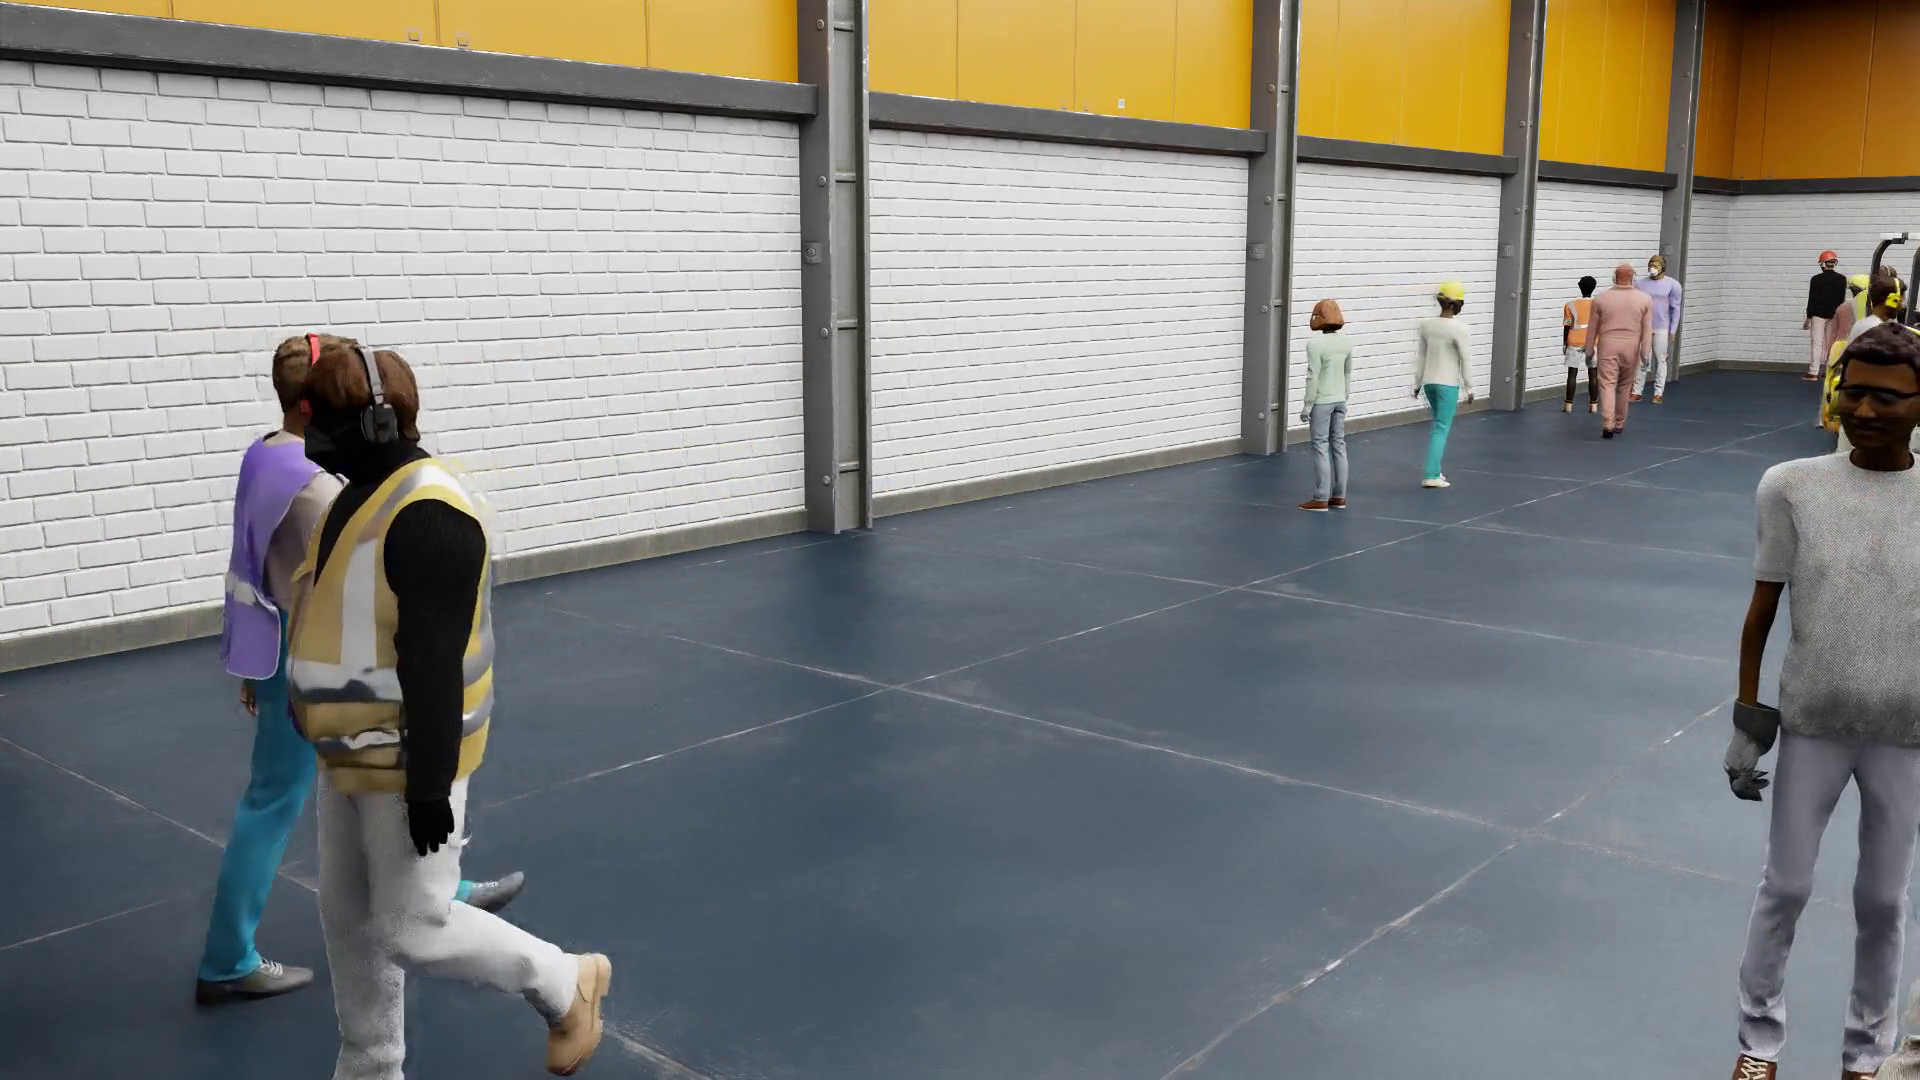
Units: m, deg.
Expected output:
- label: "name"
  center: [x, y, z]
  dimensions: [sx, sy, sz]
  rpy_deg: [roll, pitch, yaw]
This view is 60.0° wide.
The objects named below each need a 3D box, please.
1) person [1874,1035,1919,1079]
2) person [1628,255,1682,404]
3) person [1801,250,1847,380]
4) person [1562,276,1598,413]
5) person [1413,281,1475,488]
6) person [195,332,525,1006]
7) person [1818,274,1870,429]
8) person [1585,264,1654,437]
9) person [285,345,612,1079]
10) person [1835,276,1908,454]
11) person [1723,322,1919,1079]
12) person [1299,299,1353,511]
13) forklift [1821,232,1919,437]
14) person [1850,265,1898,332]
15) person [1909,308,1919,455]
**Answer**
- label: "person"
  center: [2.050, 0.703, 3.103]
  dimensions: [0.904, 1.581, 0.529]
  rpy_deg: [4, 11, 21]
- label: "person"
  center: [9.056, -2.744, 21.717]
  dimensions: [0.629, 1.940, 0.379]
  rpy_deg: [9, 14, 42]
- label: "person"
  center: [13.272, -3.443, 25.544]
  dimensions: [0.611, 1.994, 0.380]
  rpy_deg: [-2, 10, -12]
- label: "person"
  center: [7.684, -2.399, 20.472]
  dimensions: [0.532, 1.691, 0.321]
  rpy_deg: [3, 10, 15]
- label: "person"
  center: [4.131, -1.312, 14.082]
  dimensions: [0.512, 1.747, 0.557]
  rpy_deg: [-6, 11, -29]
- label: "person"
  center: [-1.675, 0.343, 4.537]
  dimensions: [0.960, 1.791, 0.586]
  rpy_deg: [-6, 12, -30]
- label: "person"
  center: [10.064, -2.103, 18.682]
  dimensions: [0.891, 1.725, 0.531]
  rpy_deg: [-1, 10, -8]
- label: "person"
  center: [7.097, -2.040, 17.943]
  dimensions: [0.654, 1.865, 0.971]
  rpy_deg: [3, 10, 17]
- label: "person"
  center: [-1.209, 0.468, 3.768]
  dimensions: [0.675, 1.820, 0.632]
  rpy_deg: [-8, 13, -37]
- label: "person"
  center: [6.279, -0.871, 11.360]
  dimensions: [0.818, 1.831, 0.510]
  rpy_deg: [1, 10, 3]
- label: "person"
  center: [2.035, 0.444, 3.775]
  dimensions: [0.539, 1.866, 0.313]
  rpy_deg: [3, 11, 19]
- label: "person"
  center: [2.834, -1.041, 12.888]
  dimensions: [0.507, 1.632, 0.268]
  rpy_deg: [-8, 13, -37]
- label: "forklift"
  center: [9.955, -1.972, 16.595]
  dimensions: [2.313, 2.155, 1.214]
  rpy_deg: [1, 10, 8]
- label: "person"
  center: [9.857, -2.024, 17.895]
  dimensions: [0.430, 1.845, 0.624]
  rpy_deg: [-2, 10, -12]
- label: "person"
  center: [7.087, -0.933, 12.022]
  dimensions: [0.752, 1.718, 0.494]
  rpy_deg: [3, 10, 17]
